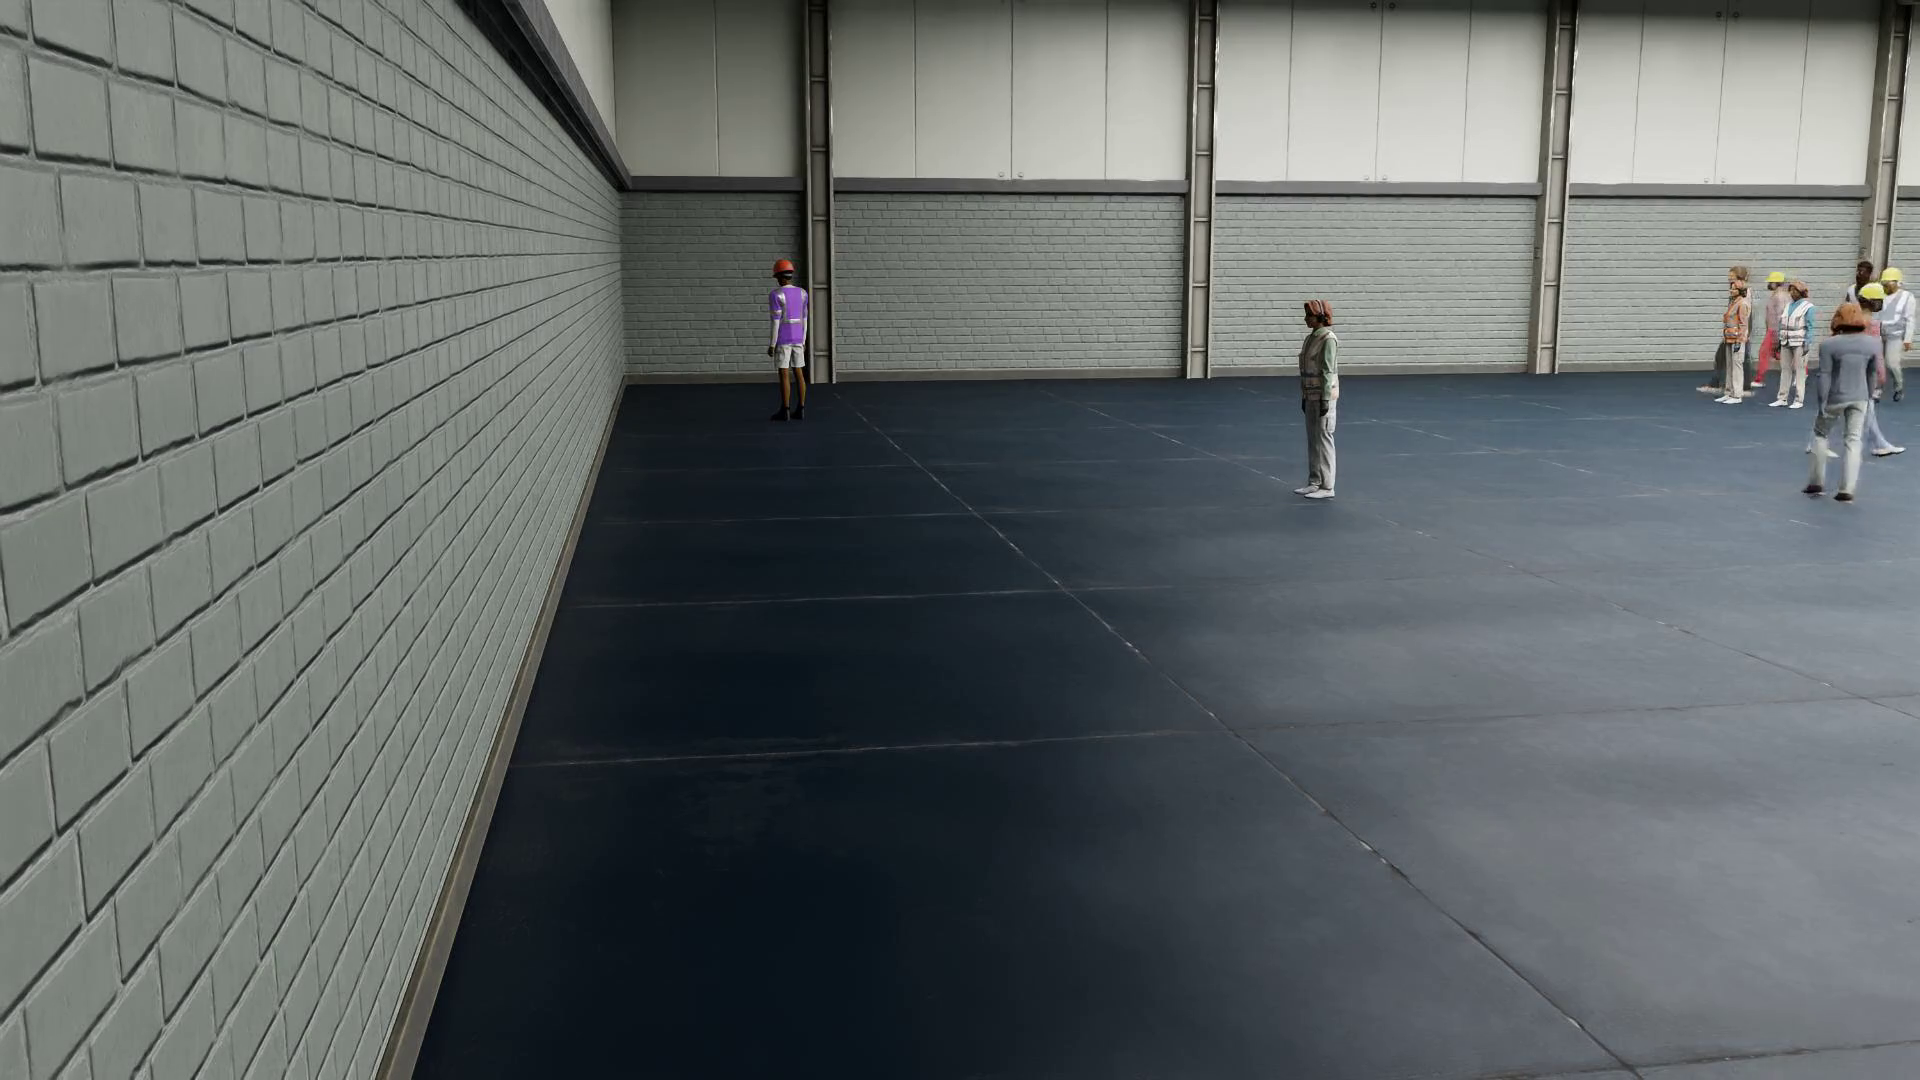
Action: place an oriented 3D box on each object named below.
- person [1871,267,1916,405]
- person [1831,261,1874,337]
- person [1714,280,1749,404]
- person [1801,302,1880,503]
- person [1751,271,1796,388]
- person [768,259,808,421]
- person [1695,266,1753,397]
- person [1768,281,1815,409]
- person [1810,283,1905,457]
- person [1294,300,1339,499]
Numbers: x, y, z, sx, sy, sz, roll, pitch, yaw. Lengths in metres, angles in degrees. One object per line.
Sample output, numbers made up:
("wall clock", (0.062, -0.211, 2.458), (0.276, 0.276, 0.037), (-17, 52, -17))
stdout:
("person", (12.188, -2.669, 21.862), (0.450, 1.822, 0.607), (-7, 12, -37))
("person", (12.455, -2.928, 23.188), (0.958, 1.878, 0.594), (-2, 10, -9))
("person", (10.313, -2.631, 22.133), (0.309, 1.645, 0.515), (1, 10, 7))
("person", (7.173, -1.123, 13.552), (0.507, 1.613, 0.638), (1, 10, 6))
("person", (12.112, -3.114, 24.609), (0.805, 1.737, 0.528), (3, 10, 18))
("person", (-2.076, -2.388, 19.917), (0.543, 1.928, 0.370), (-9, 14, -43))
("person", (10.678, -2.888, 23.131), (0.820, 1.817, 0.512), (1, 10, 8))
("person", (10.770, -2.514, 21.475), (0.309, 1.638, 0.513), (-4, 11, -21))
("person", (8.844, -1.652, 16.281), (0.932, 1.708, 0.539), (1, 10, 6))
("person", (2.947, -1.155, 13.681), (0.315, 1.629, 0.509), (-2, 10, -11))
